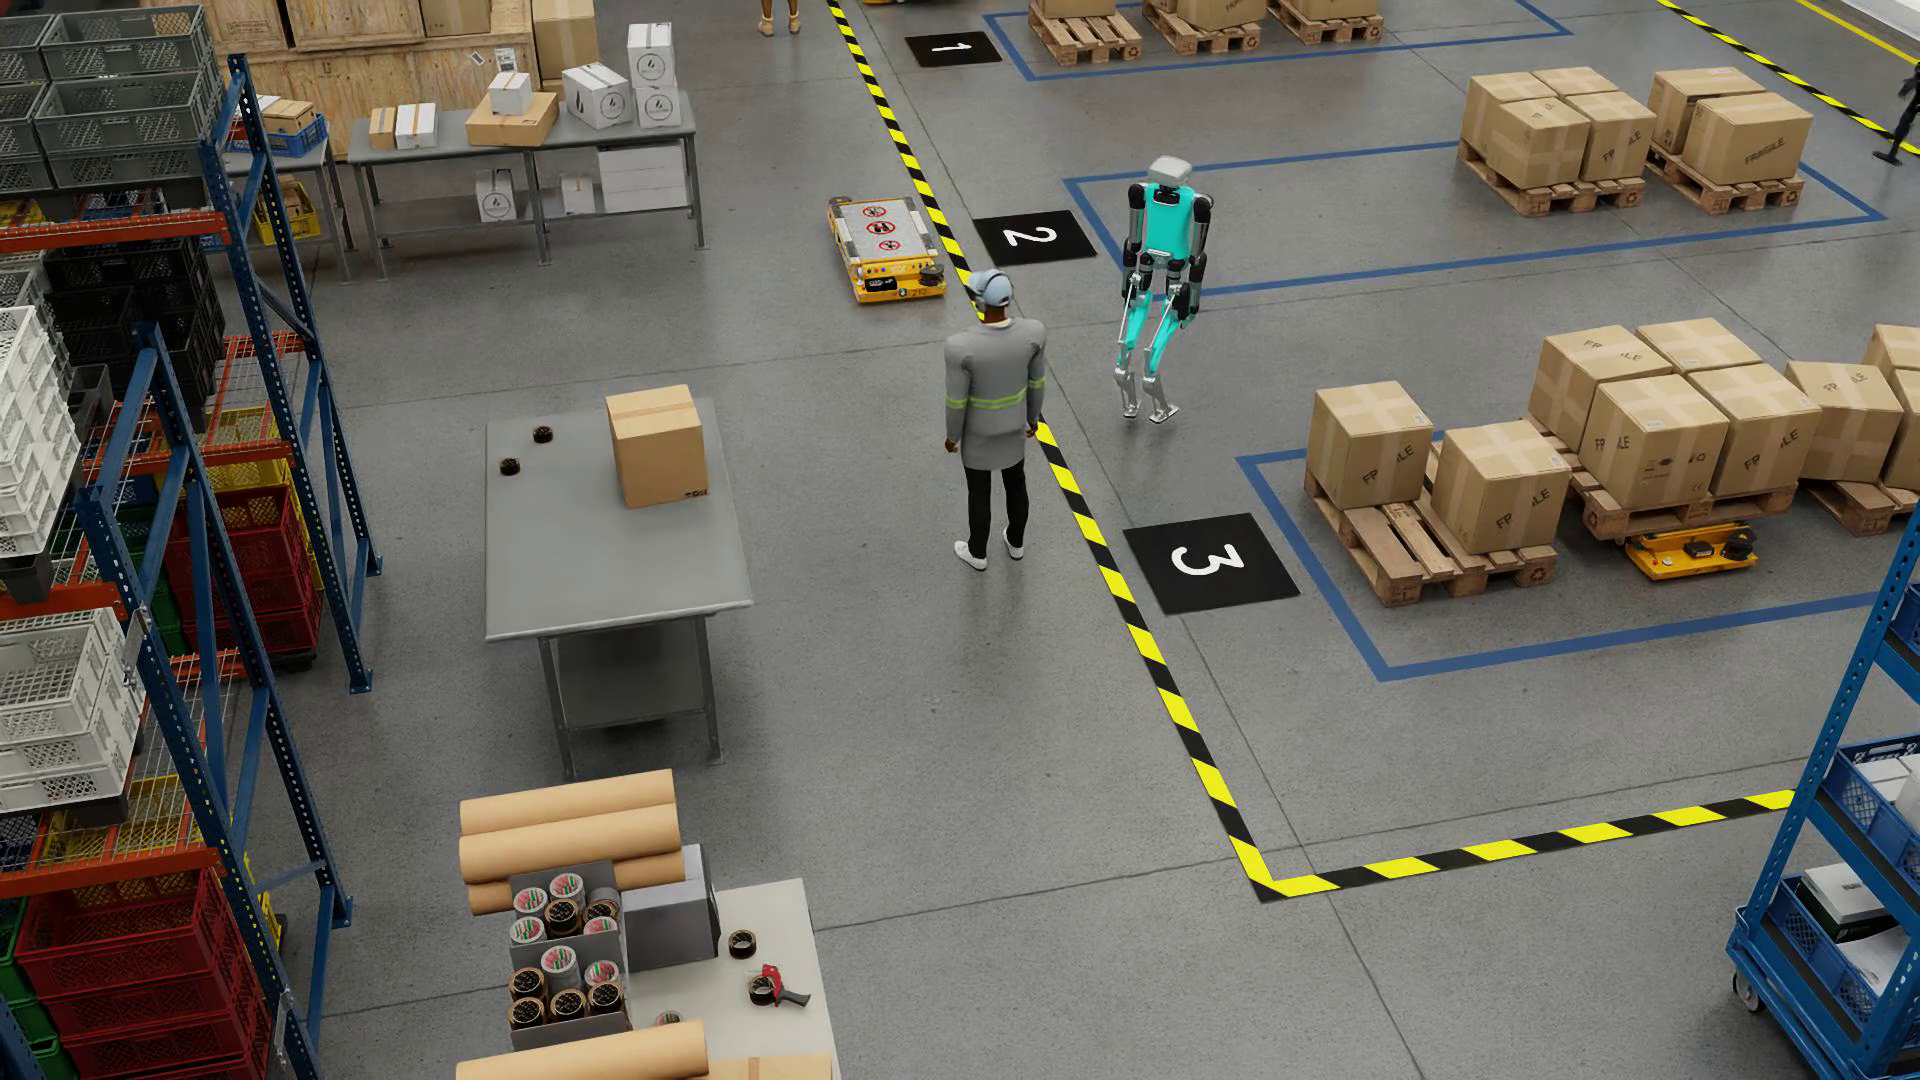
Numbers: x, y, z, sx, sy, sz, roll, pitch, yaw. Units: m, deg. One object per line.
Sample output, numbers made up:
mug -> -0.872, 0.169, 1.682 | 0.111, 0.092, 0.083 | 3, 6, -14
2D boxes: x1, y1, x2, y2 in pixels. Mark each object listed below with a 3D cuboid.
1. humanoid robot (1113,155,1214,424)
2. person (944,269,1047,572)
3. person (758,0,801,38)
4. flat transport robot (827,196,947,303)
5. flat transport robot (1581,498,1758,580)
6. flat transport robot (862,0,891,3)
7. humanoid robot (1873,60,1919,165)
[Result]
humanoid robot -> 1.152, -1.446, 10.154 | 0.533, 1.677, 0.735 | 18, 40, 22
person -> 0.180, -0.652, 9.104 | 0.588, 1.852, 0.370 | -14, 39, -19
person -> -1.800, -5.873, 15.961 | 0.613, 2.045, 0.366 | -10, 38, -13
flat transport robot -> -0.570, -2.220, 12.538 | 0.659, 0.231, 1.431 | -8, 37, -10
flat transport robot -> 4.062, -0.294, 9.926 | 0.652, 0.197, 1.431 | -8, 37, -10
flat transport robot -> -0.371, -5.866, 17.414 | 1.431, 0.197, 0.652 | -8, 37, -10
humanoid robot -> 7.984, -3.747, 13.438 | 0.601, 1.642, 0.722 | -15, 39, -19
